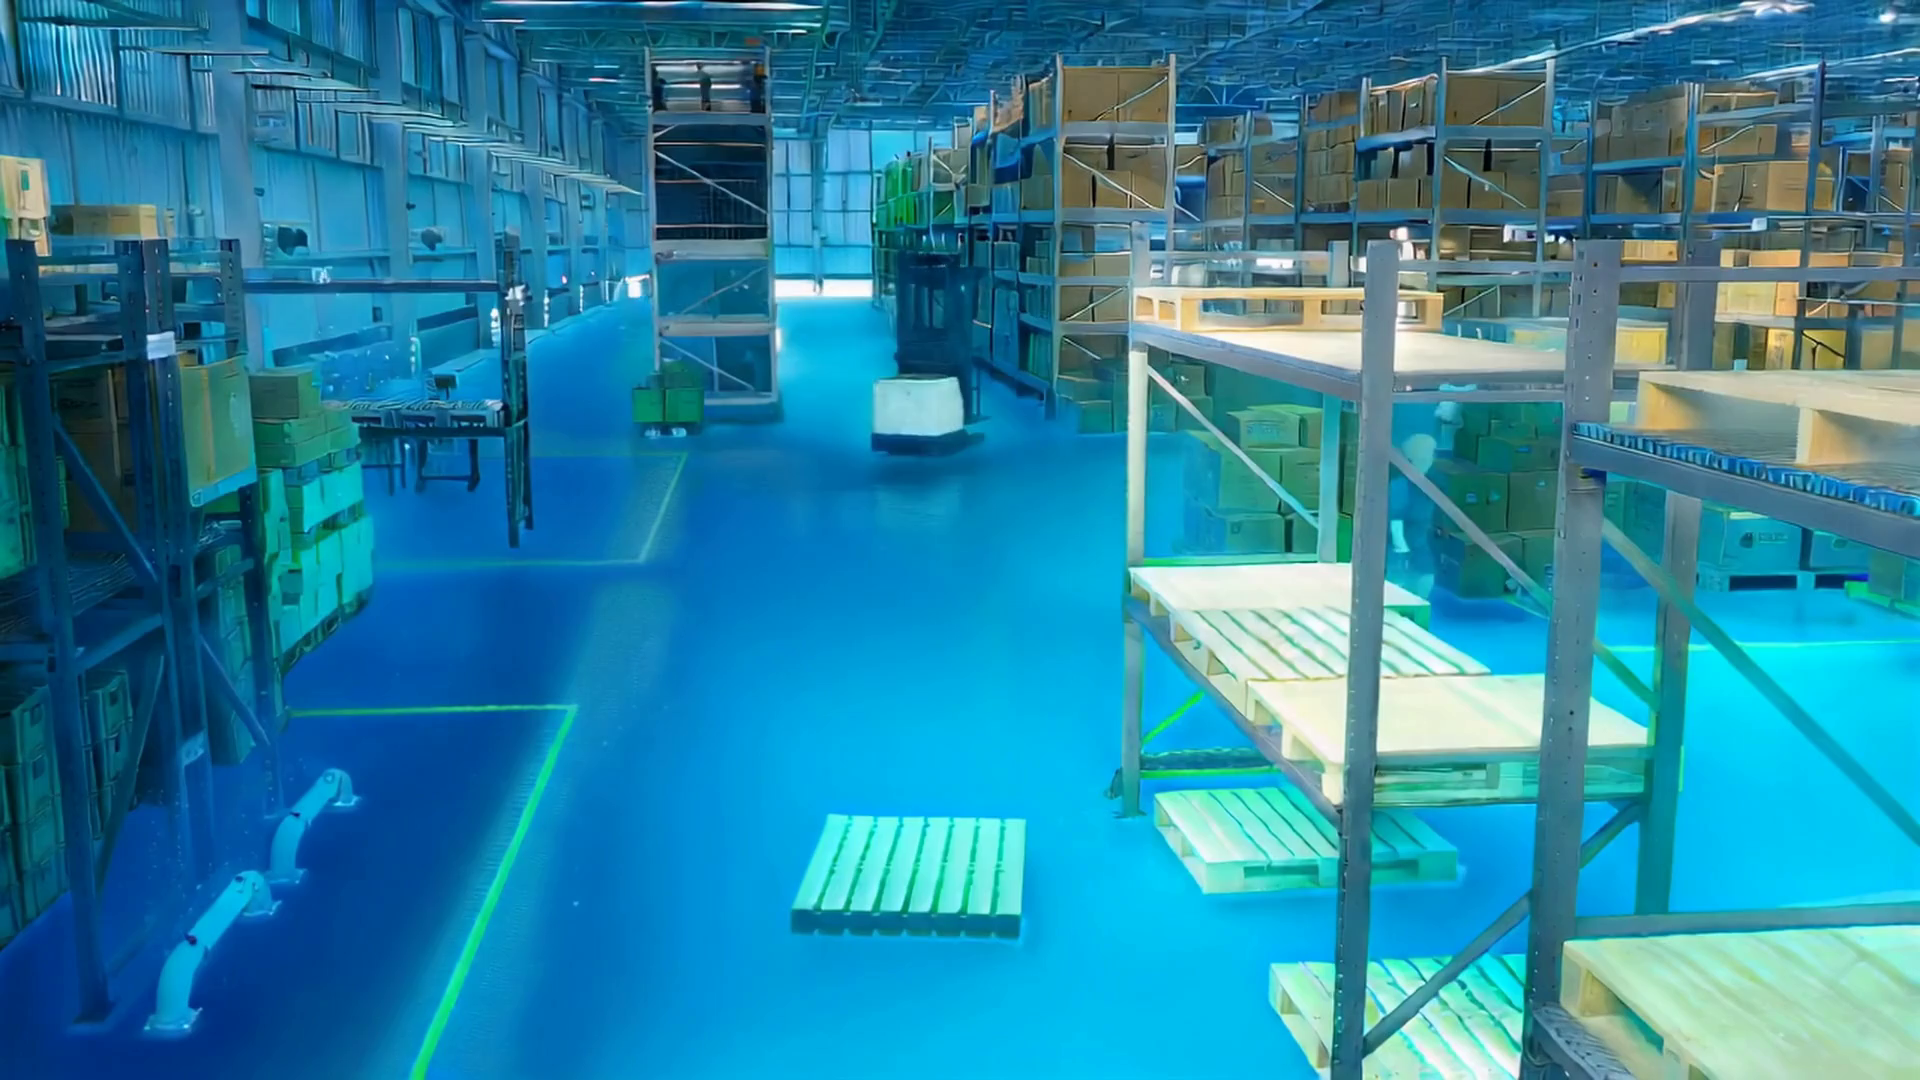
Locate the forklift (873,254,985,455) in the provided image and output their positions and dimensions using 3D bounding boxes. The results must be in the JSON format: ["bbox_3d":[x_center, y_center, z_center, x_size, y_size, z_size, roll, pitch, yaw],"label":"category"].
[{"bbox_3d":[-0.460,-2.713,23.967,1.129,2.768,1.873,4,11,19],"label":"forklift"}]

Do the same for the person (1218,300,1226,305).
[{"bbox_3d":[7.942,-6.890,50.133,0.963,1.805,0.617,-1,10,-7],"label":"person"}]

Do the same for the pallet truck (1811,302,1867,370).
[{"bbox_3d":[15.846,-3.142,28.793,1.885,1.965,0.823,2,10,12],"label":"pallet truck"}]

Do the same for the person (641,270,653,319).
[{"bbox_3d":[-12.089,-9.522,64.445,0.401,1.894,0.654,7,13,36],"label":"person"}]

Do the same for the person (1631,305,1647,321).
[{"bbox_3d":[12.529,-3.429,30.856,0.428,1.837,0.627,-1,10,-7],"label":"person"}]

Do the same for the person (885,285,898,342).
[{"bbox_3d":[-2.038,-6.798,49.861,0.482,1.704,0.804,-5,11,-24],"label":"person"}]

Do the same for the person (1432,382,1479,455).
[{"bbox_3d":[5.259,-1.038,17.405,0.879,1.909,0.549,-4,11,-22],"label":"person"}]

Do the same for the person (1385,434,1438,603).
[{"bbox_3d":[3.256,0.038,12.105,0.555,1.649,0.608,-9,13,-40],"label":"person"}]

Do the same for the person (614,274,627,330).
[{"bbox_3d":[-11.462,-8.019,56.087,0.406,1.903,0.673,1,10,3],"label":"person"}]
